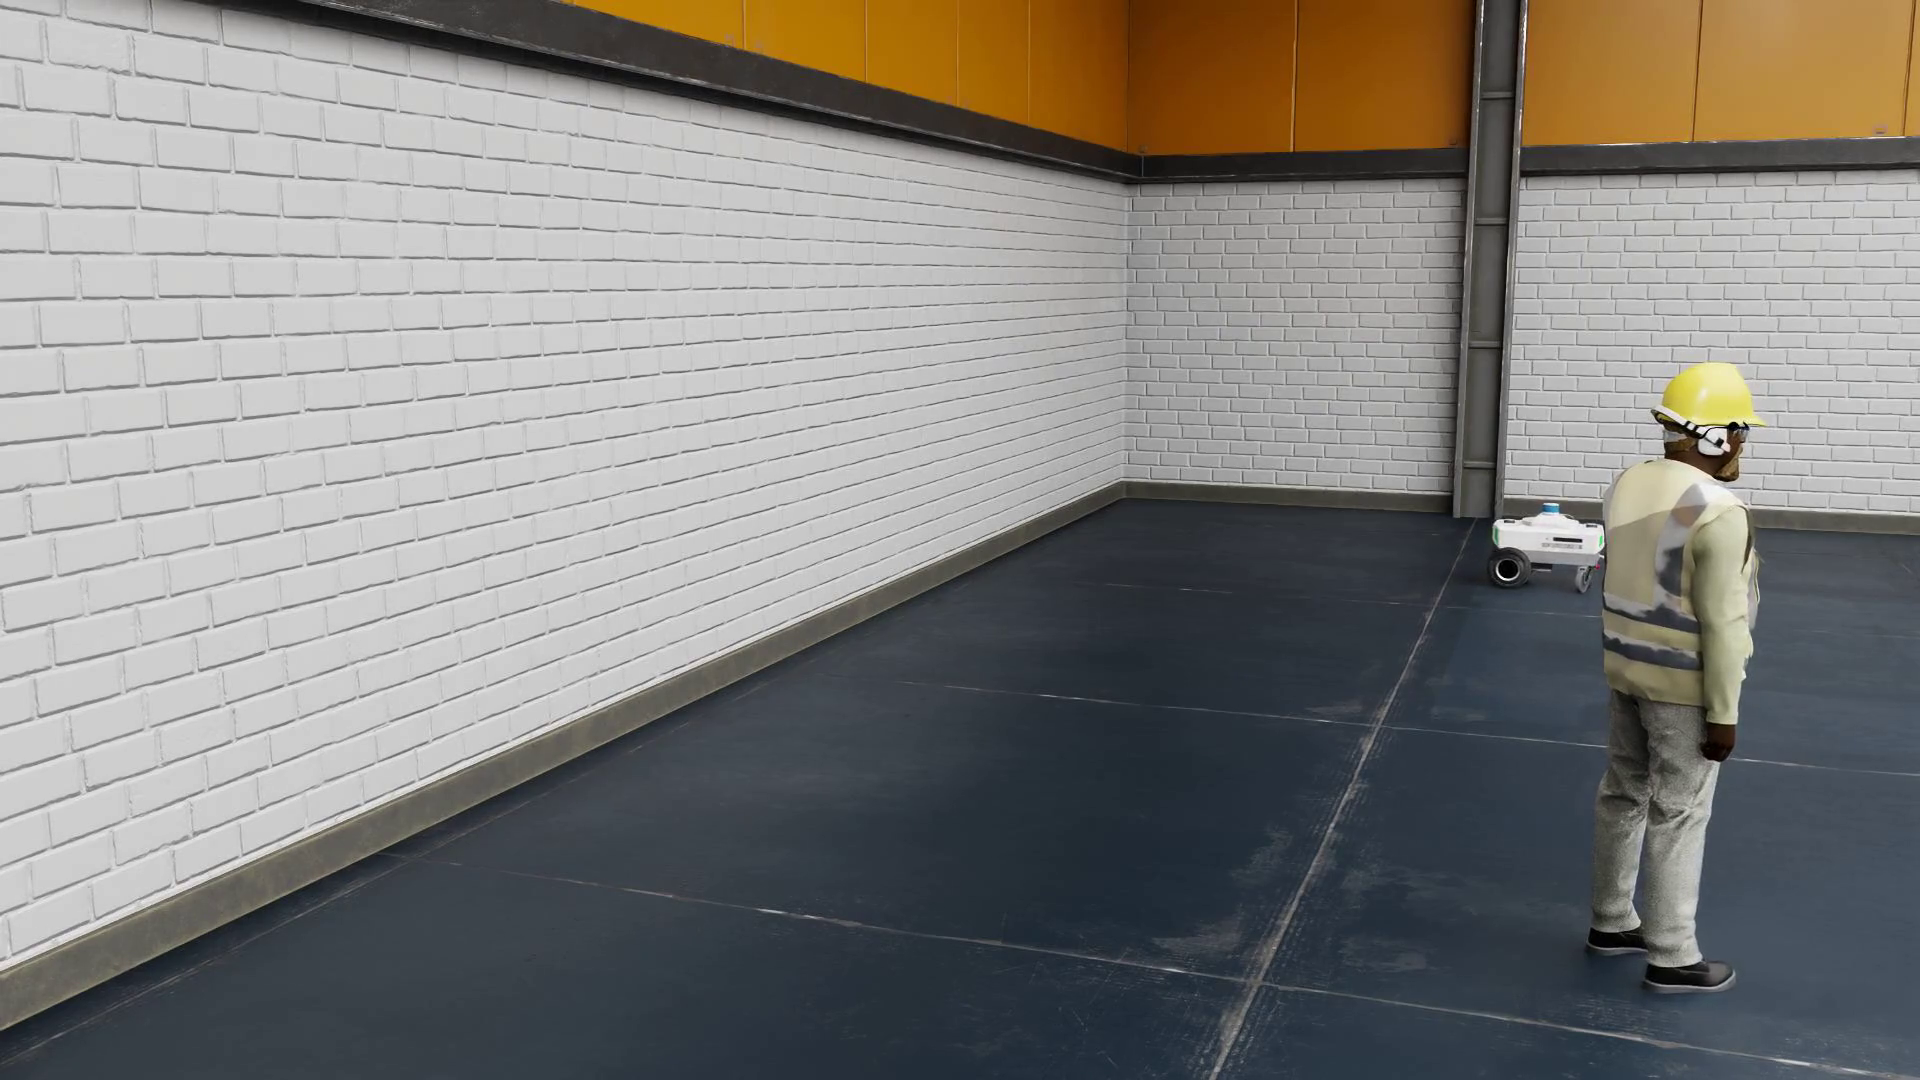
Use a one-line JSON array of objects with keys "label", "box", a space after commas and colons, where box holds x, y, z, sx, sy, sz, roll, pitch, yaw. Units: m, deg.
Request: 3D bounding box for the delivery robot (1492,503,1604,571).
[{"label": "delivery robot", "box": [3.911, -0.003, 11.033, 0.707, 0.478, 0.477, 4, 10, 22]}]

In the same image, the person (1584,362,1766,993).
[{"label": "person", "box": [2.084, 0.399, 4.836, 0.403, 1.828, 0.588, -2, 9, -11]}]
